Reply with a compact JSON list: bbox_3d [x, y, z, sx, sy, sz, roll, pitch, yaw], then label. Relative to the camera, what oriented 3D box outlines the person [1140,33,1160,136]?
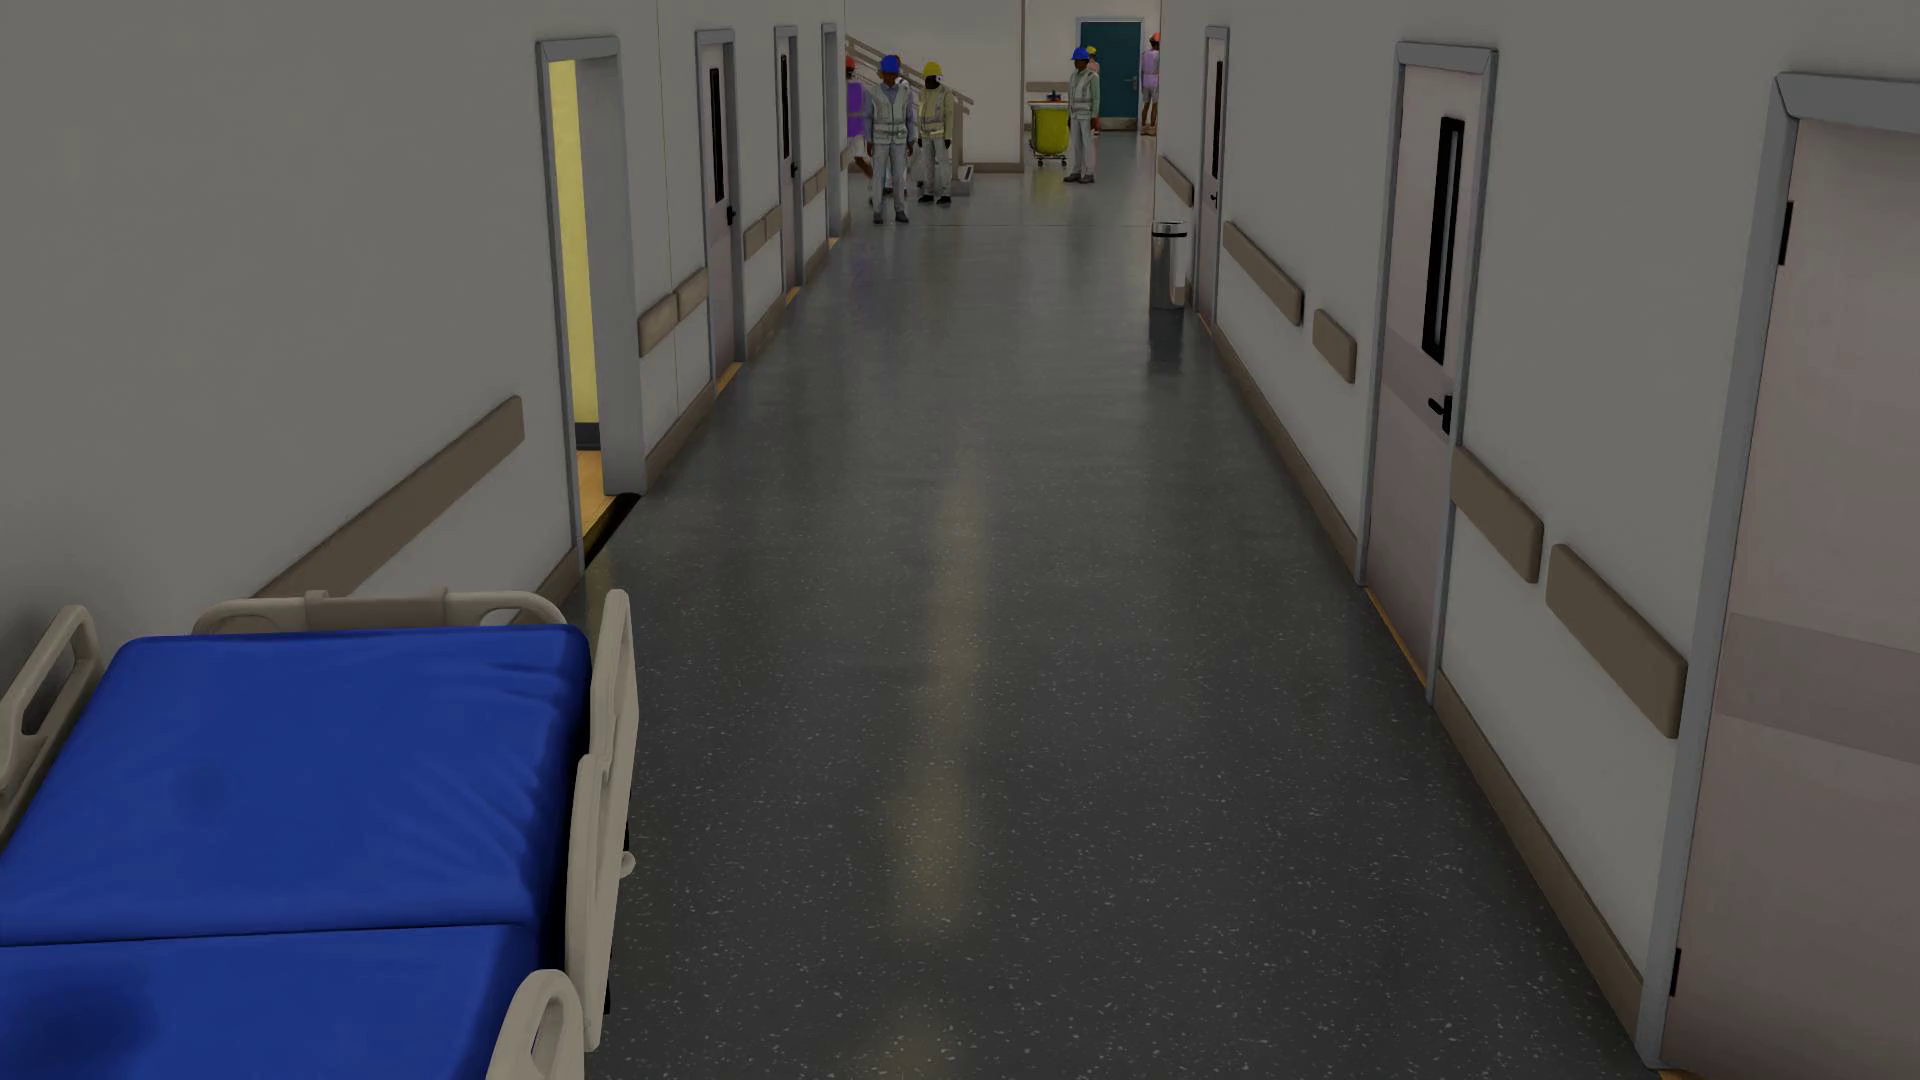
[{"bbox_3d":[3.921,-9.208,33.656,0.410,2.029,0.619,-15,23,-40],"label":"person"}]

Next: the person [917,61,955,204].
[{"bbox_3d":[-0.337,-5.330,21.810,0.590,1.823,0.405,14,23,38],"label":"person"}]

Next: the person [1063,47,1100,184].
[{"bbox_3d":[1.785,-6.220,24.391,0.405,1.946,0.610,-13,22,-34],"label":"person"}]

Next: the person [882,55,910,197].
[{"bbox_3d":[-0.908,-5.618,22.607,0.356,1.883,0.573,-14,23,-38],"label":"person"}]

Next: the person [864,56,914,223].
[{"bbox_3d":[-0.840,-4.757,19.797,0.605,1.946,0.399,-6,19,-17],"label":"person"}]

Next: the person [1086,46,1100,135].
[{"bbox_3d":[2.640,-9.112,33.778,0.320,1.766,0.535,12,21,32],"label":"person"}]

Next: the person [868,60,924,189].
[{"bbox_3d":[-0.890,-5.837,23.442,0.767,1.810,0.591,4,18,11],"label":"person"}]
